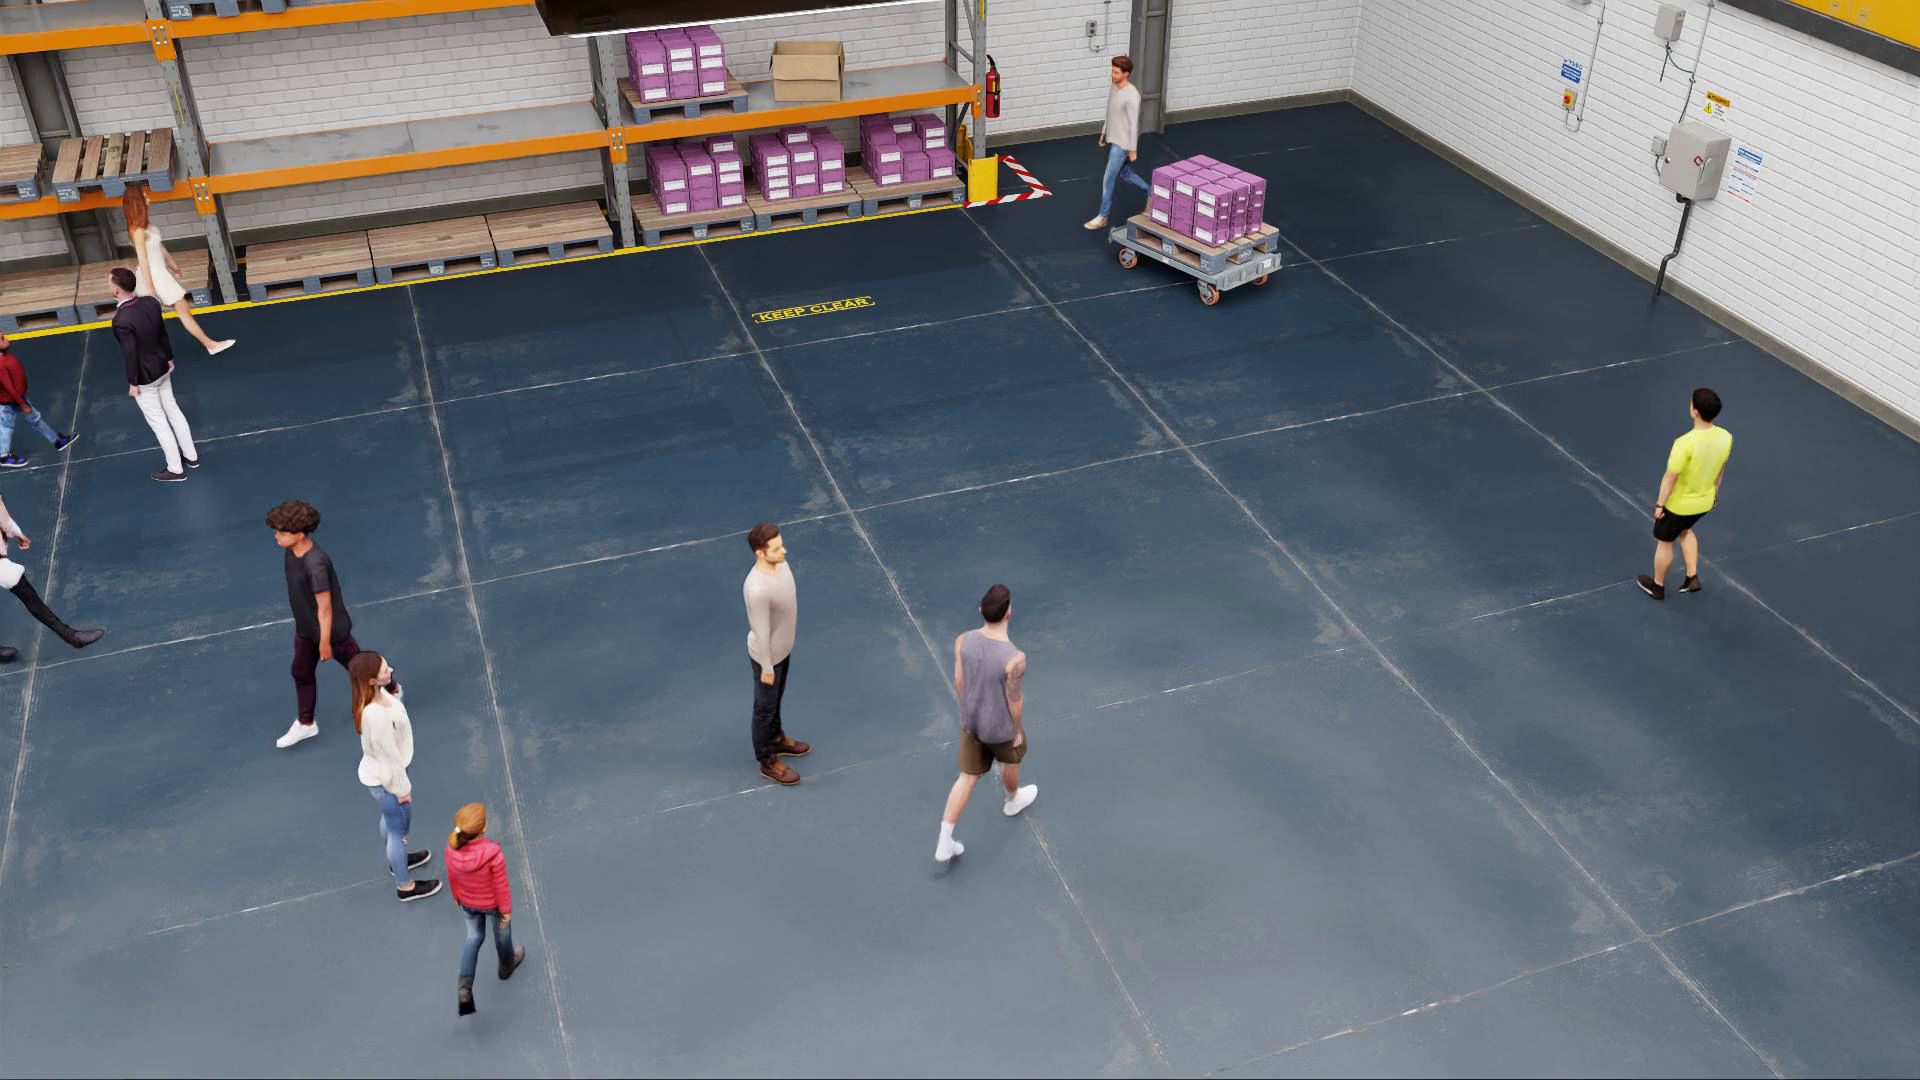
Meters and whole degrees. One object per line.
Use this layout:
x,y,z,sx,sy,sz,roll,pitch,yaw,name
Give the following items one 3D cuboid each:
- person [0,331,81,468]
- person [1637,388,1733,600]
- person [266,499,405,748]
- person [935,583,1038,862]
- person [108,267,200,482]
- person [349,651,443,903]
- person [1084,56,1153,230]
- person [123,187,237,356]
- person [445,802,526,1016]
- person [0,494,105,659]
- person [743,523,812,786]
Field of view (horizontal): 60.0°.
-7.887,-1.165,13.700,0.850,1.234,0.535,-9,35,-14,person
5.282,-0.267,11.931,0.682,1.696,0.724,-9,35,-13,person
-4.040,0.496,10.738,1.185,1.746,0.948,-29,43,-36,person
0.120,1.117,9.759,1.069,1.802,1.248,20,39,28,person
-6.527,-1.341,13.413,0.749,1.844,0.745,7,34,11,person
-3.276,1.340,9.519,0.575,1.689,0.625,-15,36,-21,person
1.805,-4.243,17.759,1.165,1.867,0.676,-10,35,-14,person
-7.411,-2.366,15.111,1.048,1.671,0.569,-13,36,-18,person
-2.579,1.985,8.902,0.846,1.299,0.826,6,34,9,person
-6.714,0.105,11.310,1.174,1.764,0.793,-5,34,-8,person
-1.176,0.676,10.359,0.736,1.866,0.743,6,34,8,person
